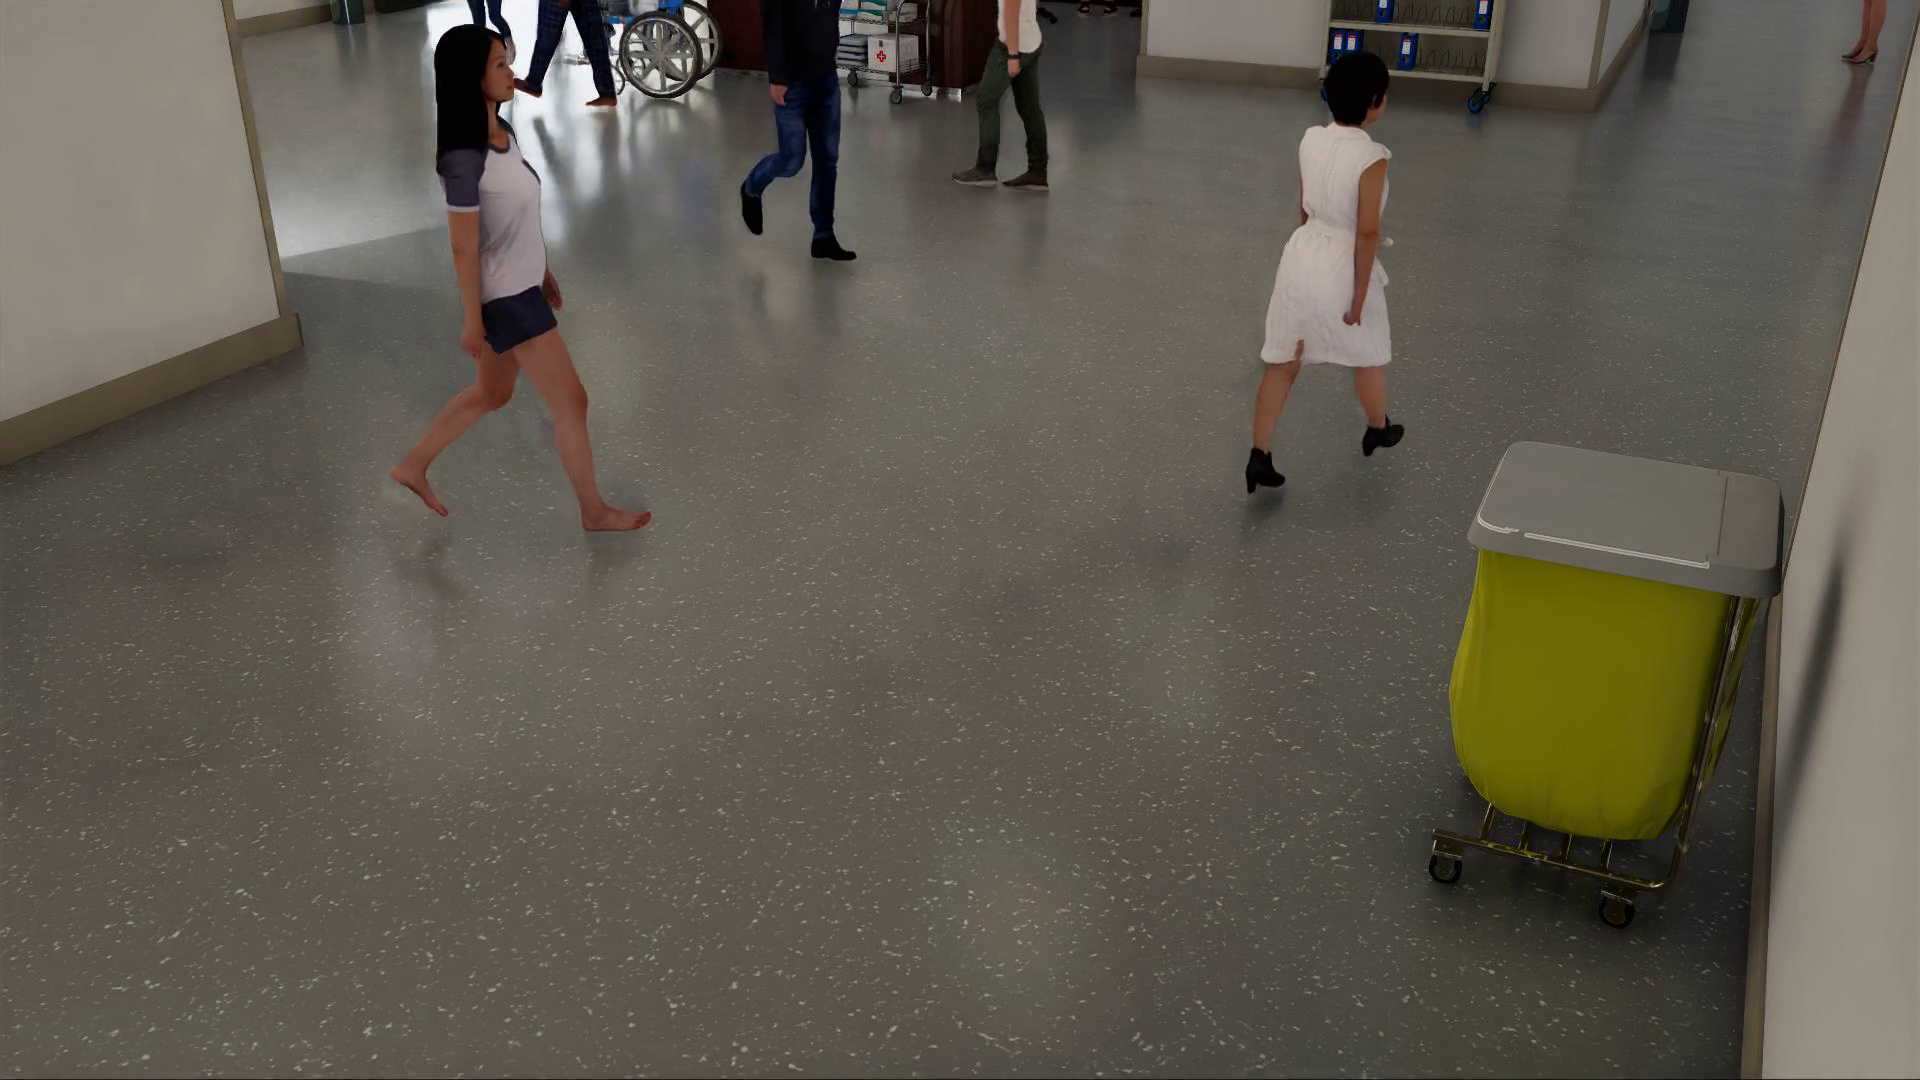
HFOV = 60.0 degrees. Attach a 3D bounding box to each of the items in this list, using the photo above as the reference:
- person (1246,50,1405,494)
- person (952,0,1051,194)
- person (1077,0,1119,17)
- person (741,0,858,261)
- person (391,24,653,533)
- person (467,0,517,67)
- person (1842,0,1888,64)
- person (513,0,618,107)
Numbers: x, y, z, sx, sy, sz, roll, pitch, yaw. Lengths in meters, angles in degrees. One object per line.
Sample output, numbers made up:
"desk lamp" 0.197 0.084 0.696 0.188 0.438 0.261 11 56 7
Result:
"person" 1.223 -0.863 5.742 0.845 1.509 1.010 -22 33 -38
"person" 0.413 -2.841 9.697 0.826 1.637 0.614 9 27 18
"person" 1.350 -6.054 16.149 0.628 1.821 0.792 2 26 4
"person" -0.855 -2.348 8.404 1.075 1.873 0.862 21 33 37
"person" -1.551 -0.785 5.396 1.192 1.671 0.938 -1 26 -3
"person" -3.825 -4.569 13.472 0.783 1.472 0.715 7 27 14
"person" 7.625 -4.872 13.754 0.722 1.772 0.723 4 26 8
"person" -2.718 -3.994 11.922 1.142 1.782 0.702 13 29 25
